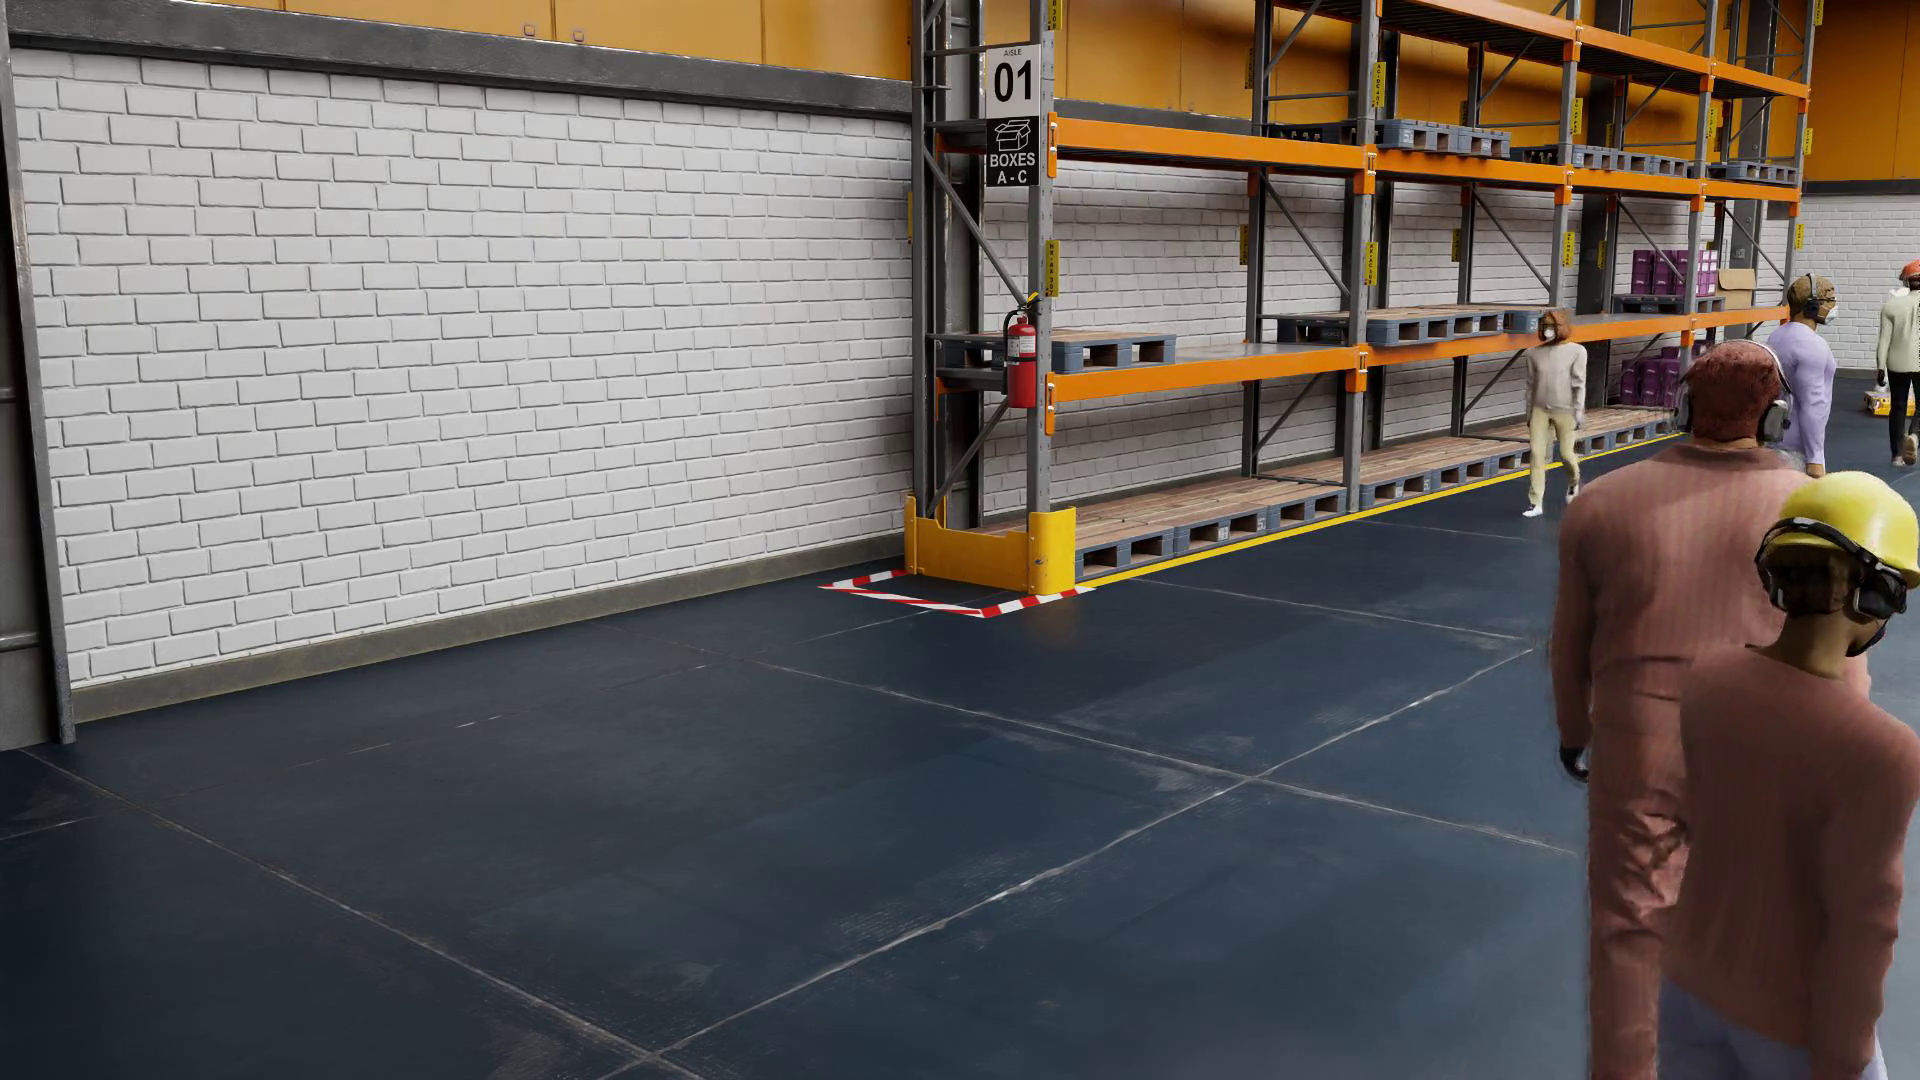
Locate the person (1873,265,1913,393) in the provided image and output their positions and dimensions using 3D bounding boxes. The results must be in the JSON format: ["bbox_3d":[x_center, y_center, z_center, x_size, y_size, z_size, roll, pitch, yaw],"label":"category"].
[{"bbox_3d":[12.137,-2.612,21.440,0.592,1.862,0.533,0,10,2],"label":"person"}]

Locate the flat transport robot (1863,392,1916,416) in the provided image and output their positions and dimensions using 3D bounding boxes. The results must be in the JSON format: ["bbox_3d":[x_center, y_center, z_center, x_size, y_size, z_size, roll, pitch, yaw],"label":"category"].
[{"bbox_3d":[11.784,-1.717,20.891,0.652,0.197,1.431,4,11,23],"label":"flat transport robot"}]

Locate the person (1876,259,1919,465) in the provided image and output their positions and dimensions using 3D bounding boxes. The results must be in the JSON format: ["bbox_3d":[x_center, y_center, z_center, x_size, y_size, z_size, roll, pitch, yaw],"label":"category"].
[{"bbox_3d":[8.969,-1.652,15.663,0.626,1.977,0.744,7,12,33],"label":"person"}]

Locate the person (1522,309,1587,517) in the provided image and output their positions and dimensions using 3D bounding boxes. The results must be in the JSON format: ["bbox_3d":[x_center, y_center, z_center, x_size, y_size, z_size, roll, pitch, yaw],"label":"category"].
[{"bbox_3d":[4.660,-1.001,12.990,0.500,1.614,0.662,8,13,39],"label":"person"}]

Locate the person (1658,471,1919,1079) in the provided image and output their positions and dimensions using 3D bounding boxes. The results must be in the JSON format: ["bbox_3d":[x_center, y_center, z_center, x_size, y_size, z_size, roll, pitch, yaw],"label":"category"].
[{"bbox_3d":[1.236,0.752,2.691,0.697,1.730,0.531,-3,10,-15],"label":"person"}]

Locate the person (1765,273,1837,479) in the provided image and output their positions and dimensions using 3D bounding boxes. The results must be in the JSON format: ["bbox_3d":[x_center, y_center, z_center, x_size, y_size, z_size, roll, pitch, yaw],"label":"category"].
[{"bbox_3d":[4.572,-0.481,9.111,0.373,1.940,0.629,1,10,5],"label":"person"}]

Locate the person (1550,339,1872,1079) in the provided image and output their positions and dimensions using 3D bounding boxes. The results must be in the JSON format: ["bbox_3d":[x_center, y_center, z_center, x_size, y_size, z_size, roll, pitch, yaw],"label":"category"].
[{"bbox_3d":[1.690,0.484,3.817,0.663,1.865,0.898,5,11,28],"label":"person"}]
